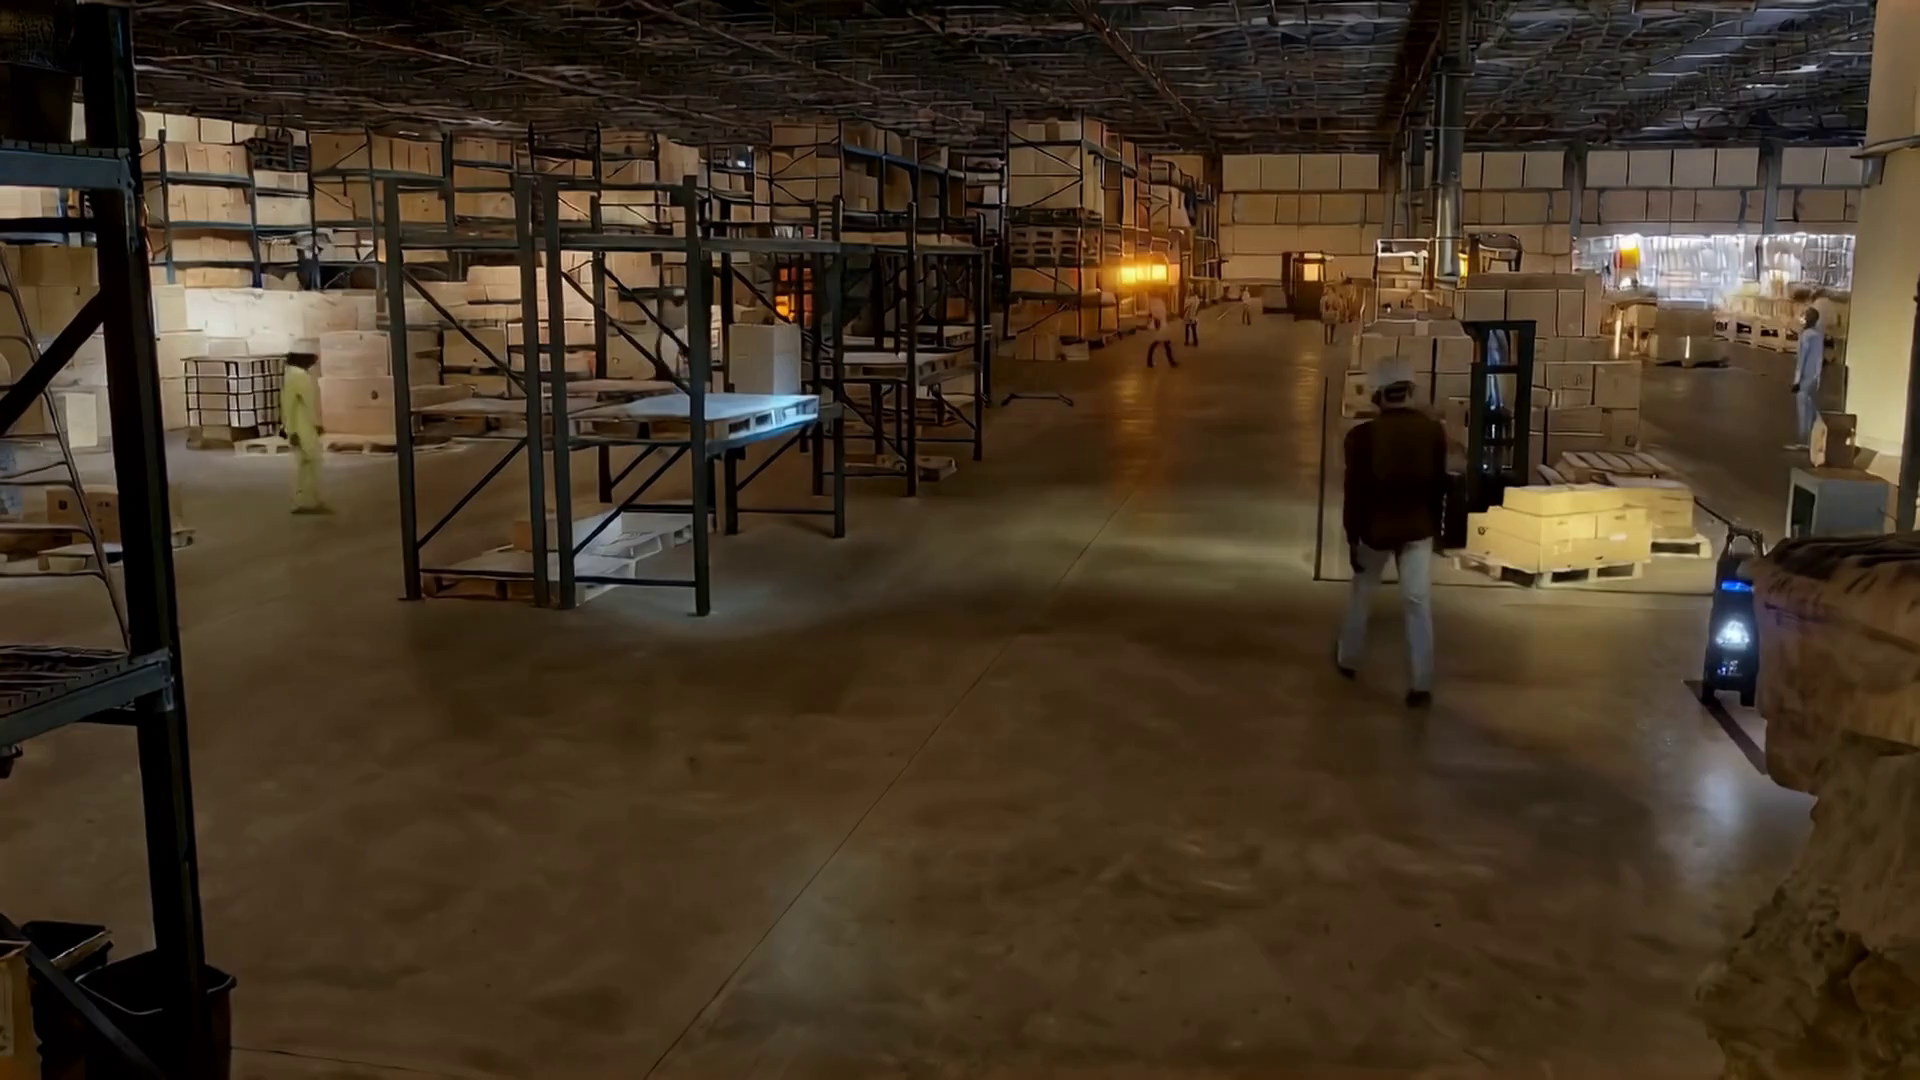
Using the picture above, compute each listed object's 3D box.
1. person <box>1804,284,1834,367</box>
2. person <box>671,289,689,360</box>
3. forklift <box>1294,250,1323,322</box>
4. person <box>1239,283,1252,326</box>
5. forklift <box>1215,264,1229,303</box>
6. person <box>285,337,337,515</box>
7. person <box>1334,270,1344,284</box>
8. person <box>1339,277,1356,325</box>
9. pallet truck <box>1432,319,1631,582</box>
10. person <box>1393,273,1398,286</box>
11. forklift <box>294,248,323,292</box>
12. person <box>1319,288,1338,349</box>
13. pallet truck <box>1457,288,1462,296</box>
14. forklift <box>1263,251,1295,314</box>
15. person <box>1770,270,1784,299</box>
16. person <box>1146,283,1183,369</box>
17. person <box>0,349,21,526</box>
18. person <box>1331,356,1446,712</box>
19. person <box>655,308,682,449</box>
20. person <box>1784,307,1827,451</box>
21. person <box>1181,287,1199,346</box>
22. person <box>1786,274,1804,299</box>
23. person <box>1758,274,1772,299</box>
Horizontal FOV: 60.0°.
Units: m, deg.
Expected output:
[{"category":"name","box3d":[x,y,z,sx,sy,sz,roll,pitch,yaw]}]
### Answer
[{"category":"person","box3d":[19.484,-4.843,37.735,0.535,1.914,0.415,-2,10,-9]},{"category":"person","box3d":[-5.619,-4.092,33.388,0.980,1.884,0.561,2,10,9]},{"category":"forklift","box3d":[13.778,-10.002,65.433,1.129,2.768,1.873,2,10,12]},{"category":"person","box3d":[10.626,-8.770,61.882,0.520,1.602,0.580,5,11,28]},{"category":"forklift","box3d":[14.120,-14.691,93.199,1.873,2.768,1.129,2,10,12]},{"category":"person","box3d":[-6.234,-1.087,16.033,0.622,1.718,0.512,-1,10,-4]},{"category":"person","box3d":[18.242,-12.003,80.084,0.606,1.940,0.407,-6,11,-30]},{"category":"person","box3d":[14.602,-8.991,62.654,0.622,1.788,0.919,2,10,13]},{"category":"pallet truck","box3d":[4.543,-0.757,13.299,0.823,1.965,1.885,-4,10,-22]},{"category":"person","box3d":[23.072,-13.273,88.218,0.498,1.731,0.378,-4,11,-25]},{"category":"forklift","box3d":[-20.459,-7.810,52.453,1.873,2.768,1.129,4,10,20]},{"category":"person","box3d":[10.190,-6.124,46.028,0.543,1.682,0.379,1,10,8]},{"category":"pallet truck","box3d":[20.506,-9.785,68.819,0.653,1.274,1.630,2,10,12]},{"category":"forklift","box3d":[14.485,-11.457,74.047,1.873,2.768,1.129,2,10,12]},{"category":"person","box3d":[36.155,-10.949,73.659,0.622,1.993,0.384,-3,10,-15]},{"category":"person","box3d":[4.605,-4.797,37.418,0.932,1.925,0.619,7,12,35]},{"category":"person","box3d":[-8.918,-1.073,15.358,0.379,1.937,0.629,-4,10,-23]},{"category":"person","box3d":[2.431,-0.053,9.331,0.629,1.941,1.045,-1,10,-4]},{"category":"person","box3d":[-3.770,-2.104,21.744,0.407,1.831,0.526,-6,11,-30]},{"category":"person","box3d":[10.957,-2.081,21.543,0.521,1.864,0.335,-5,11,-28]},{"category":"person","box3d":[6.590,-6.407,47.636,0.539,1.698,0.318,7,12,37]},{"category":"person","box3d":[35.193,-10.271,70.029,0.796,1.879,0.396,5,11,28]},{"category":"person","box3d":[37.169,-11.401,76.848,0.579,1.822,0.717,1,10,9]}]
